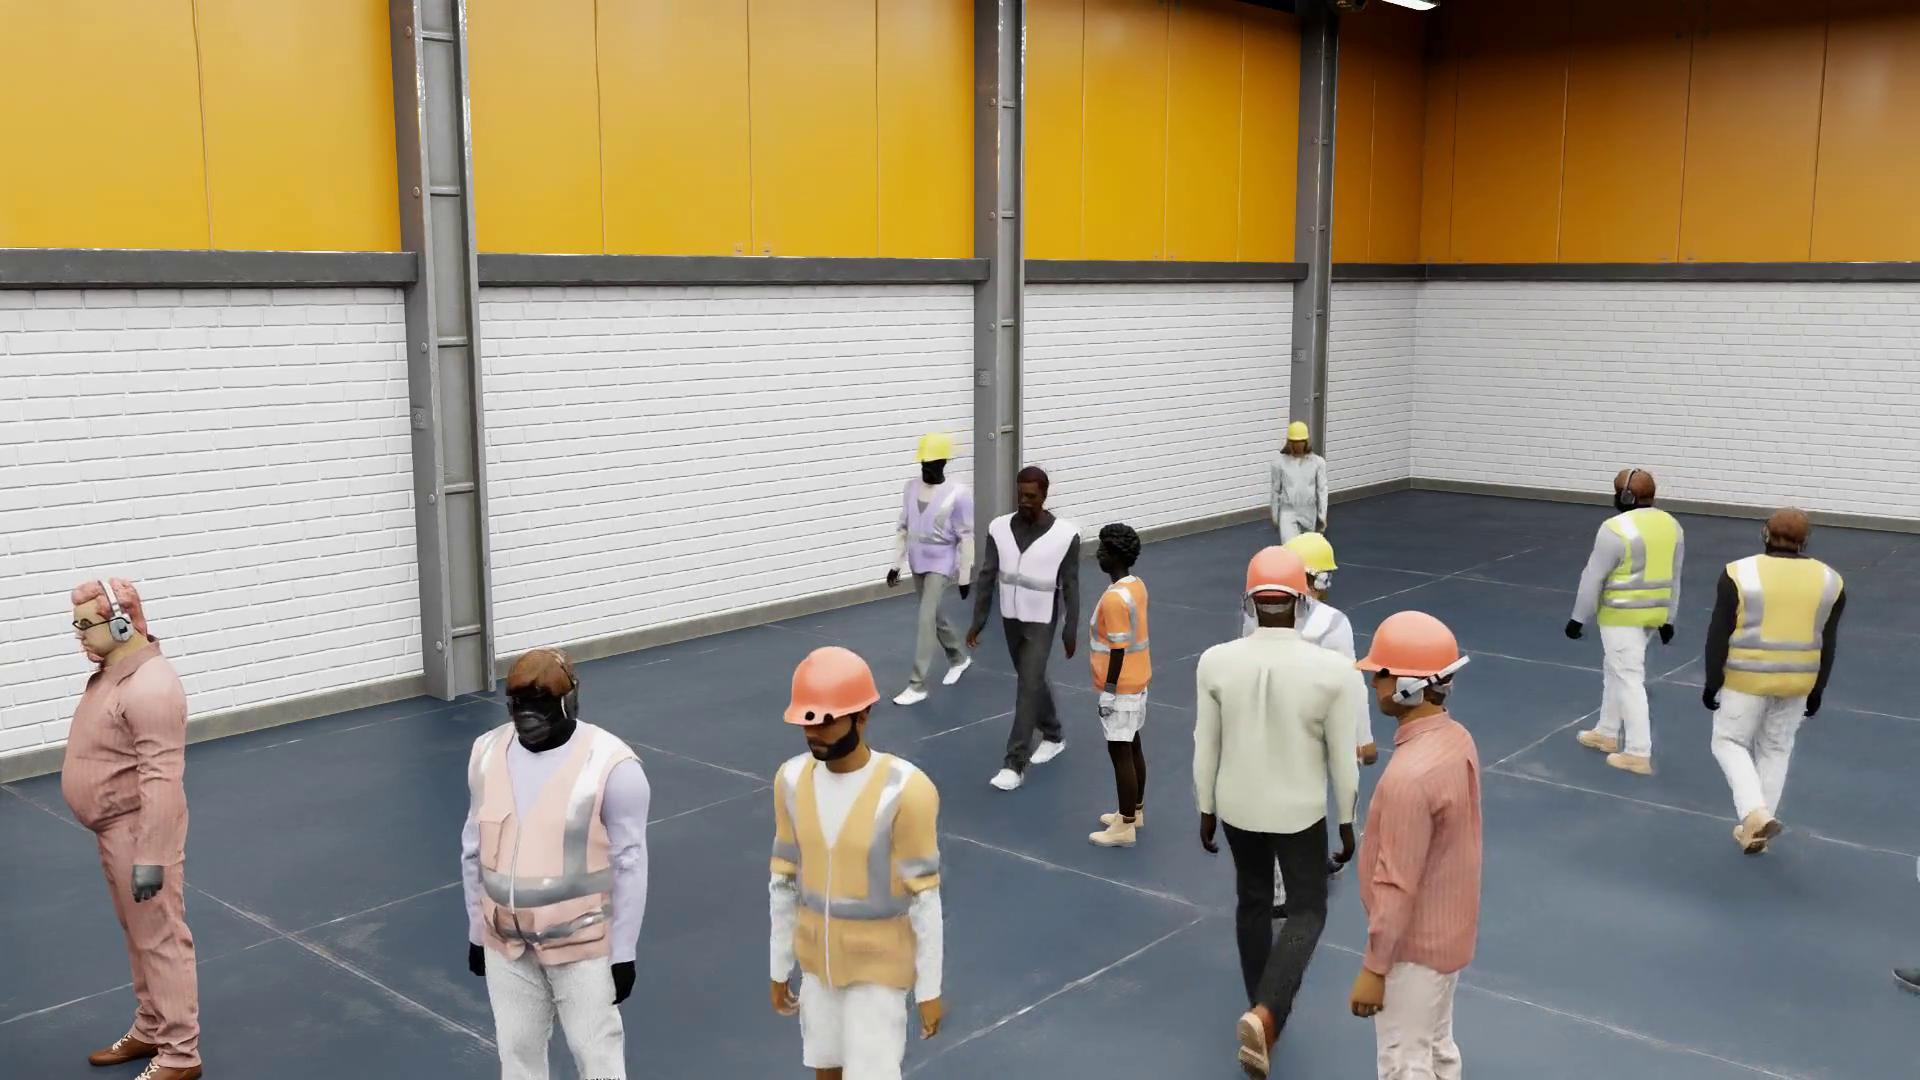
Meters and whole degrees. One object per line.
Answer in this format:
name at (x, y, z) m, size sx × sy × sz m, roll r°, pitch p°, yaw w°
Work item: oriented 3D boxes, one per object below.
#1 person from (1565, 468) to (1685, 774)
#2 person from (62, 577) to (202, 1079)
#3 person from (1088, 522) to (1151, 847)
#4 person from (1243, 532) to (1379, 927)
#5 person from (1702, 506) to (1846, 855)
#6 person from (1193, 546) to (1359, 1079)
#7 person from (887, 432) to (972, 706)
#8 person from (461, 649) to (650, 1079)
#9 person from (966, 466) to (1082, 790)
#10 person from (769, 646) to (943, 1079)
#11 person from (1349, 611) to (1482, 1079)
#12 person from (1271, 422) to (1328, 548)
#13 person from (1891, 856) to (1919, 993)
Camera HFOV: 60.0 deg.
person at (3.997, 0.466, 10.149) m, size 0.640 × 1.814 × 0.791 m, roll -6°, pitch 11°, yaw -31°
person at (-3.026, 1.072, 6.062) m, size 0.407 × 1.904 × 0.639 m, roll -7°, pitch 11°, yaw -37°
person at (0.834, 0.752, 8.709) m, size 0.317 × 1.695 × 0.540 m, roll 3°, pitch 10°, yaw 18°
person at (1.659, 0.861, 7.738) m, size 0.874 × 1.794 × 0.615 m, roll -6°, pitch 11°, yaw -32°
person at (4.119, 0.741, 8.430) m, size 0.636 × 1.819 × 0.569 m, roll 1°, pitch 9°, yaw 3°
person at (1.160, 1.009, 6.219) m, size 0.628 × 1.973 × 0.795 m, roll 4°, pitch 10°, yaw 26°
person at (-0.177, 0.167, 11.785) m, size 0.924 × 1.892 × 0.598 m, roll -9°, pitch 13°, yaw -44°
person at (-1.283, 1.243, 5.205) m, size 0.645 × 1.840 × 0.429 m, roll 3°, pitch 9°, yaw 17°
person at (0.403, 0.487, 9.858) m, size 0.604 × 1.868 × 1.002 m, roll 6°, pitch 11°, yaw 33°
person at (-0.334, 1.250, 4.877) m, size 0.577 × 1.918 × 0.404 m, roll 5°, pitch 11°, yaw 30°
person at (1.358, 1.196, 5.018) m, size 0.401 × 1.990 × 0.619 m, roll 5°, pitch 10°, yaw 28°
person at (3.024, -0.226, 14.904) m, size 0.489 × 1.690 × 0.945 m, roll 0°, pitch 9°, yaw -1°
person at (4.171, 1.008, 6.753) m, size 0.661 × 1.810 × 0.509 m, roll -4°, pitch 10°, yaw -22°
